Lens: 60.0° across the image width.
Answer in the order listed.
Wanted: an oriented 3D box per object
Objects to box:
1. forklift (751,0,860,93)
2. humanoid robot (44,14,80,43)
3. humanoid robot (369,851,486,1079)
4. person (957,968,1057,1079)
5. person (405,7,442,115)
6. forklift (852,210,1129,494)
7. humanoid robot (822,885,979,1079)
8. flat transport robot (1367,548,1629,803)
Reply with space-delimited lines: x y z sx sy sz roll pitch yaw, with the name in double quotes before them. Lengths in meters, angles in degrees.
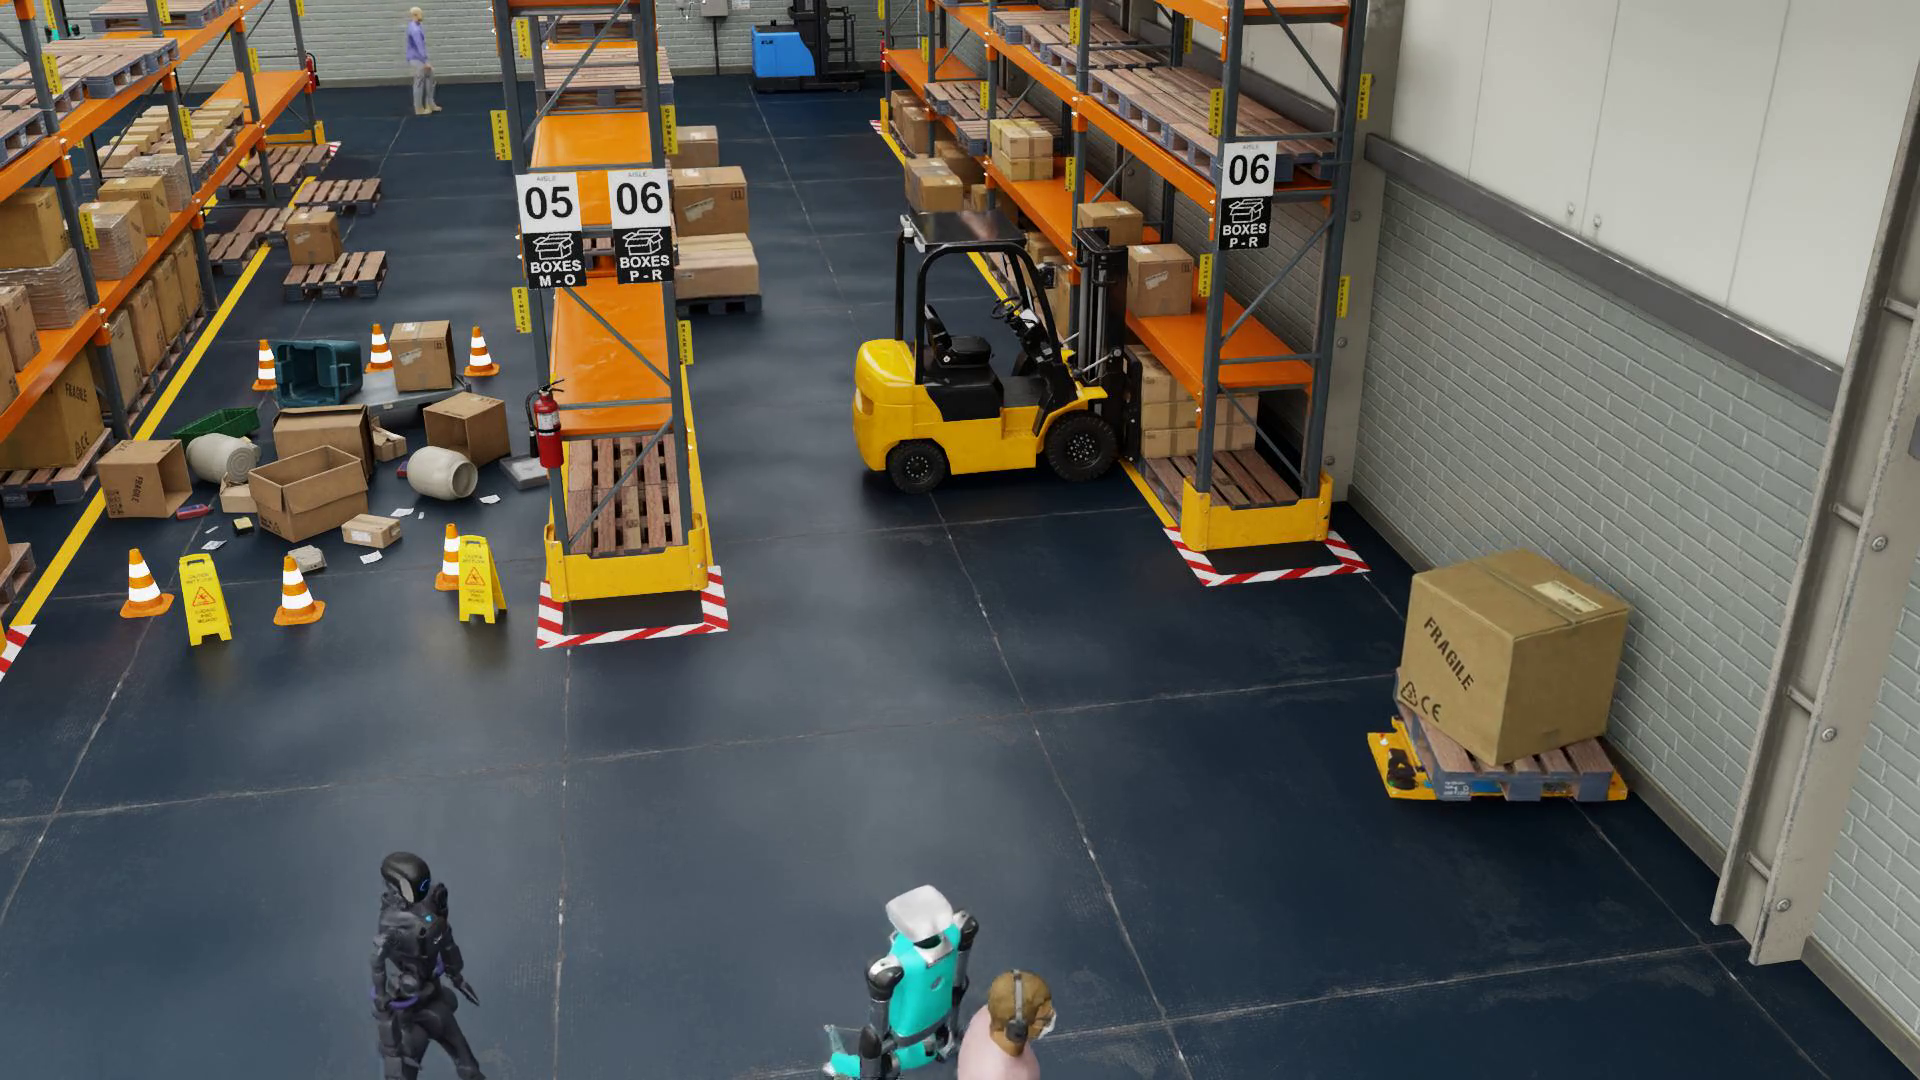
"forklift" -2.872 -9.679 30.288 1.873 2.768 1.129 -5 26 -10
"humanoid robot" -15.111 -8.016 28.236 0.543 1.861 0.822 -13 28 -24
"humanoid robot" -2.355 2.057 7.272 0.749 1.635 0.611 7 27 14
"person" 0.202 2.402 6.260 1.004 1.884 0.642 1 26 3
"person" -9.163 -8.189 28.432 0.606 1.779 0.635 -7 27 -15
"forklift" 0.216 -1.659 14.366 2.313 2.155 1.214 -5 26 -10
"humanoid robot" -0.329 2.089 7.061 0.545 1.738 0.819 -21 33 -37
"flat transport robot" 3.312 1.357 10.304 1.431 0.231 0.659 0 26 1
